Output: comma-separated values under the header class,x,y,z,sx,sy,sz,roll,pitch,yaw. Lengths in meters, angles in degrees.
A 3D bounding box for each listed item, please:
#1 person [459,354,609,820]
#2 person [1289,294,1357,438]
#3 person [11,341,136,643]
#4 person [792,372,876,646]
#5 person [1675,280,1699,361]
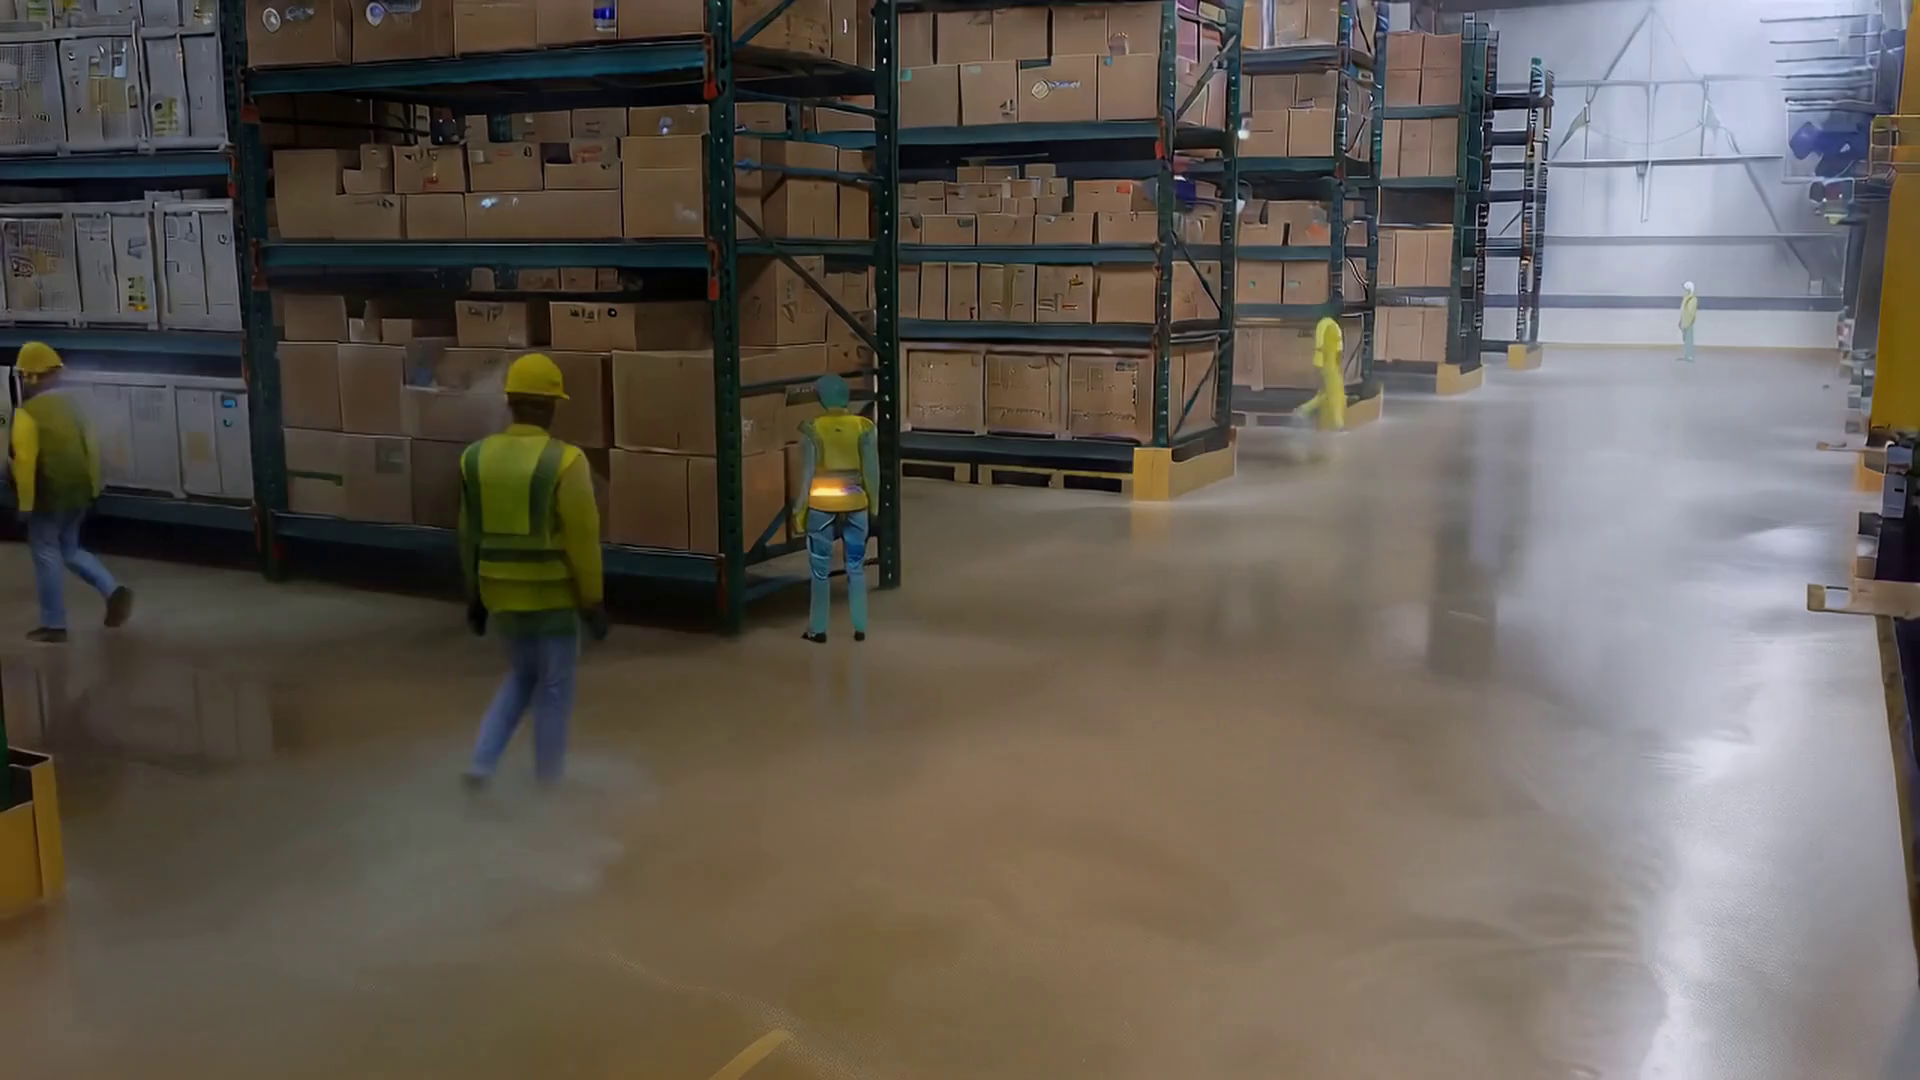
class,x,y,z,sx,sy,sz,roll,pitch,yaw
person,-1.742,0.210,6.788,0.606,1.924,0.504,5,11,25
person,4.621,-2.198,21.053,0.762,1.820,0.572,1,10,4
person,-5.353,-0.276,9.940,0.535,1.818,0.599,2,10,9
person,-0.740,-0.177,9.890,0.518,1.632,0.315,-4,11,-22
person,15.700,-4.736,35.957,0.354,1.744,0.563,-1,10,-6
